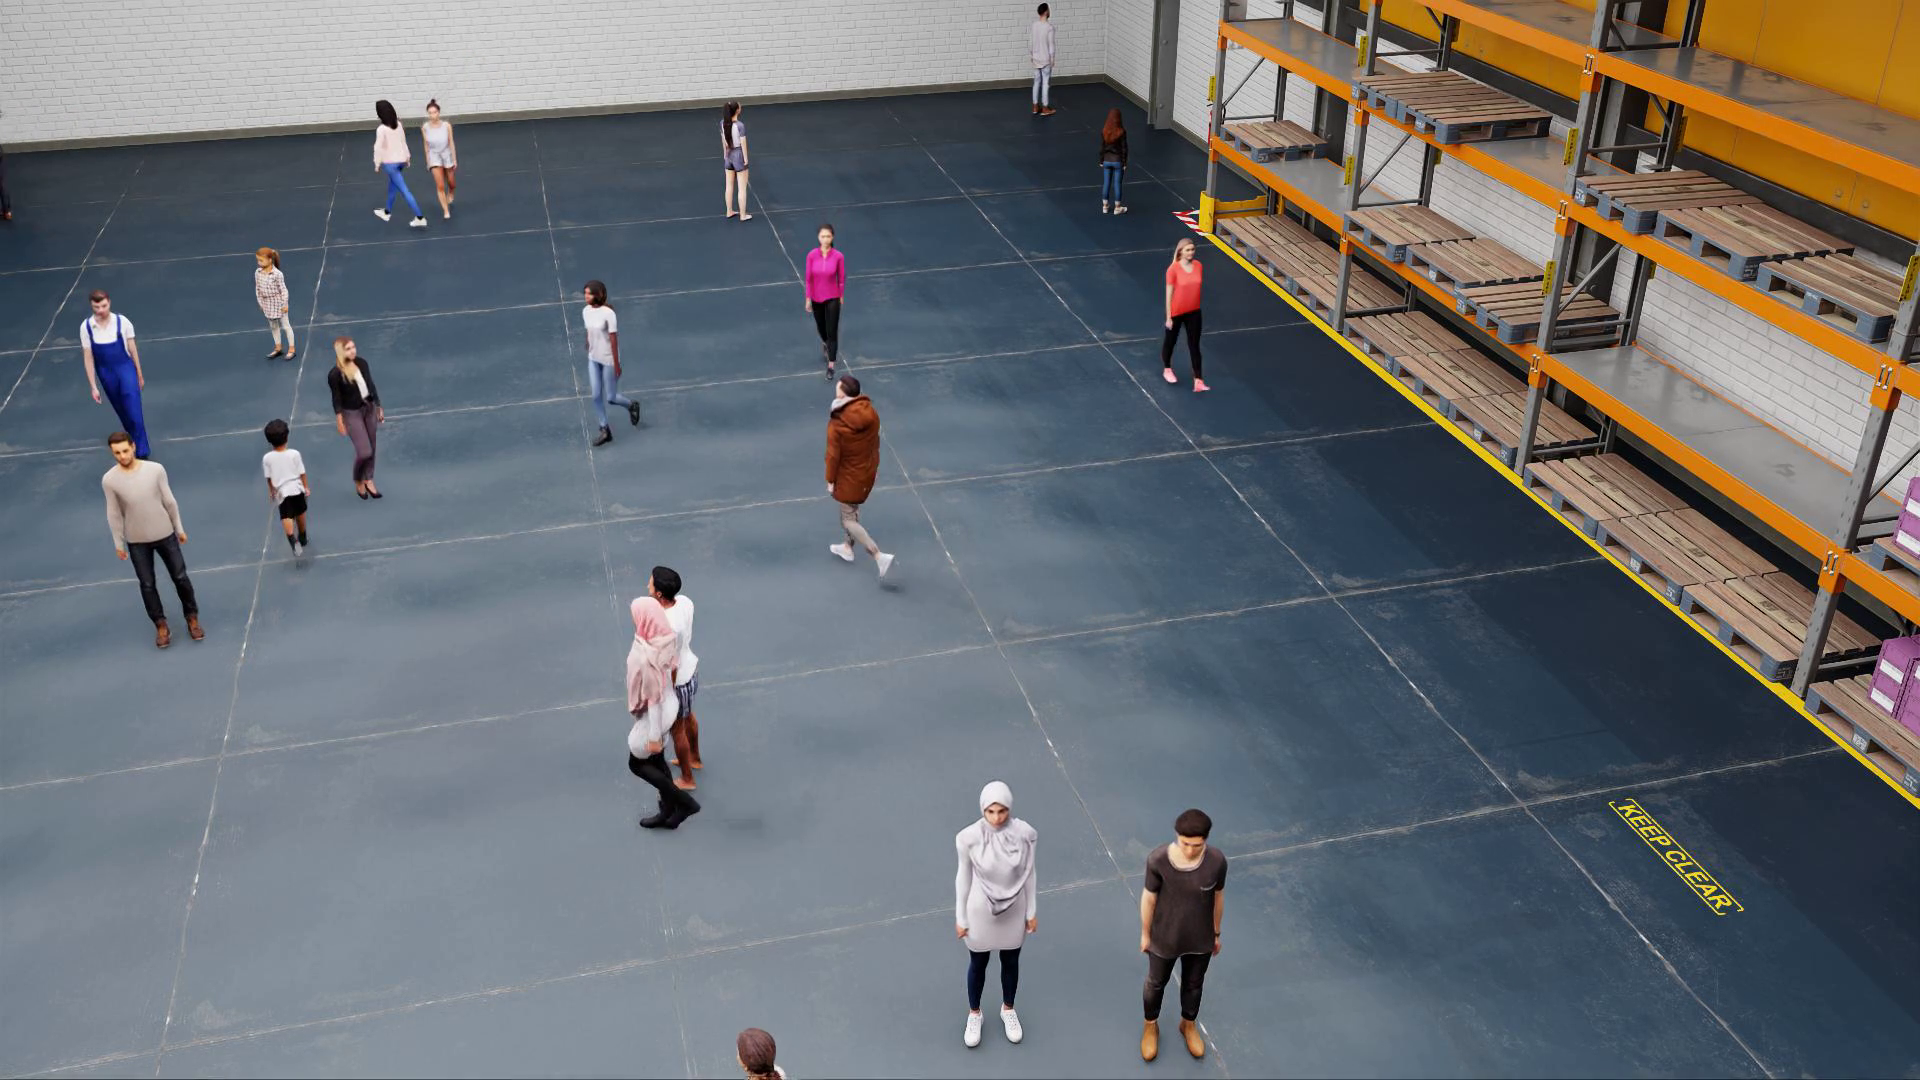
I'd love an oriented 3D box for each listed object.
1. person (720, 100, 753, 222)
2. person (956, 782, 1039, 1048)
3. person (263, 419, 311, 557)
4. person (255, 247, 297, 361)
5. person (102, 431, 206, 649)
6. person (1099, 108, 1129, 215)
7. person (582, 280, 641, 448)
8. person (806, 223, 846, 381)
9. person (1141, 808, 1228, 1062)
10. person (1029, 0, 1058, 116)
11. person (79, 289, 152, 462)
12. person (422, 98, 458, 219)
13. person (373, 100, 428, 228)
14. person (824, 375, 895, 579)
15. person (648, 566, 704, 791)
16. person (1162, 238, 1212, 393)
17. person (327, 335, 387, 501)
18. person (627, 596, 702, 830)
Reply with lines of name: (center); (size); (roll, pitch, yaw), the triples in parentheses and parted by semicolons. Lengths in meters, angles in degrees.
person: (-3.129, -5.283, 23.149); (0.643, 1.646, 0.717); (18, 33, 29)
person: (0.206, 2.114, 9.453); (0.648, 1.775, 0.574); (-3, 29, -6)
person: (-5.933, -0.439, 14.690); (0.555, 1.242, 0.798); (-11, 31, -19)
person: (-7.717, -2.681, 18.729); (0.616, 1.311, 0.649); (8, 30, 14)
person: (-6.492, -0.042, 13.314); (0.738, 1.864, 0.702); (-15, 32, -25)
person: (2.159, -5.344, 23.432); (0.640, 1.483, 0.688); (13, 31, 22)
person: (-3.520, -1.793, 16.689); (0.910, 1.705, 0.964); (16, 33, 27)
person: (-1.485, -2.678, 18.356); (0.837, 1.662, 1.190); (2, 29, 4)
person: (1.246, 2.189, 9.385); (0.667, 1.710, 0.621); (-1, 29, -2)
person: (1.404, -8.183, 28.263); (0.709, 1.840, 0.824); (24, 37, 36)
person: (-8.220, -1.613, 16.259); (0.661, 1.801, 1.197); (-9, 30, -15)
person: (-7.280, -5.358, 23.325); (0.592, 1.608, 0.882); (-9, 30, -16)
person: (-7.654, -5.092, 22.723); (1.159, 1.719, 1.159); (12, 31, 21)
person: (-0.856, -0.514, 14.234); (1.222, 1.810, 1.066); (24, 36, 36)
person: (-1.980, 0.955, 11.622); (0.762, 1.734, 0.607); (4, 29, 7)
person: (2.353, -2.453, 17.948); (0.670, 1.658, 1.044); (-10, 30, -18)
person: (-5.676, -1.143, 15.544); (0.758, 1.661, 0.687); (13, 31, 23)
person: (-1.941, 1.193, 11.129); (0.804, 1.788, 0.718); (0, 29, 0)
